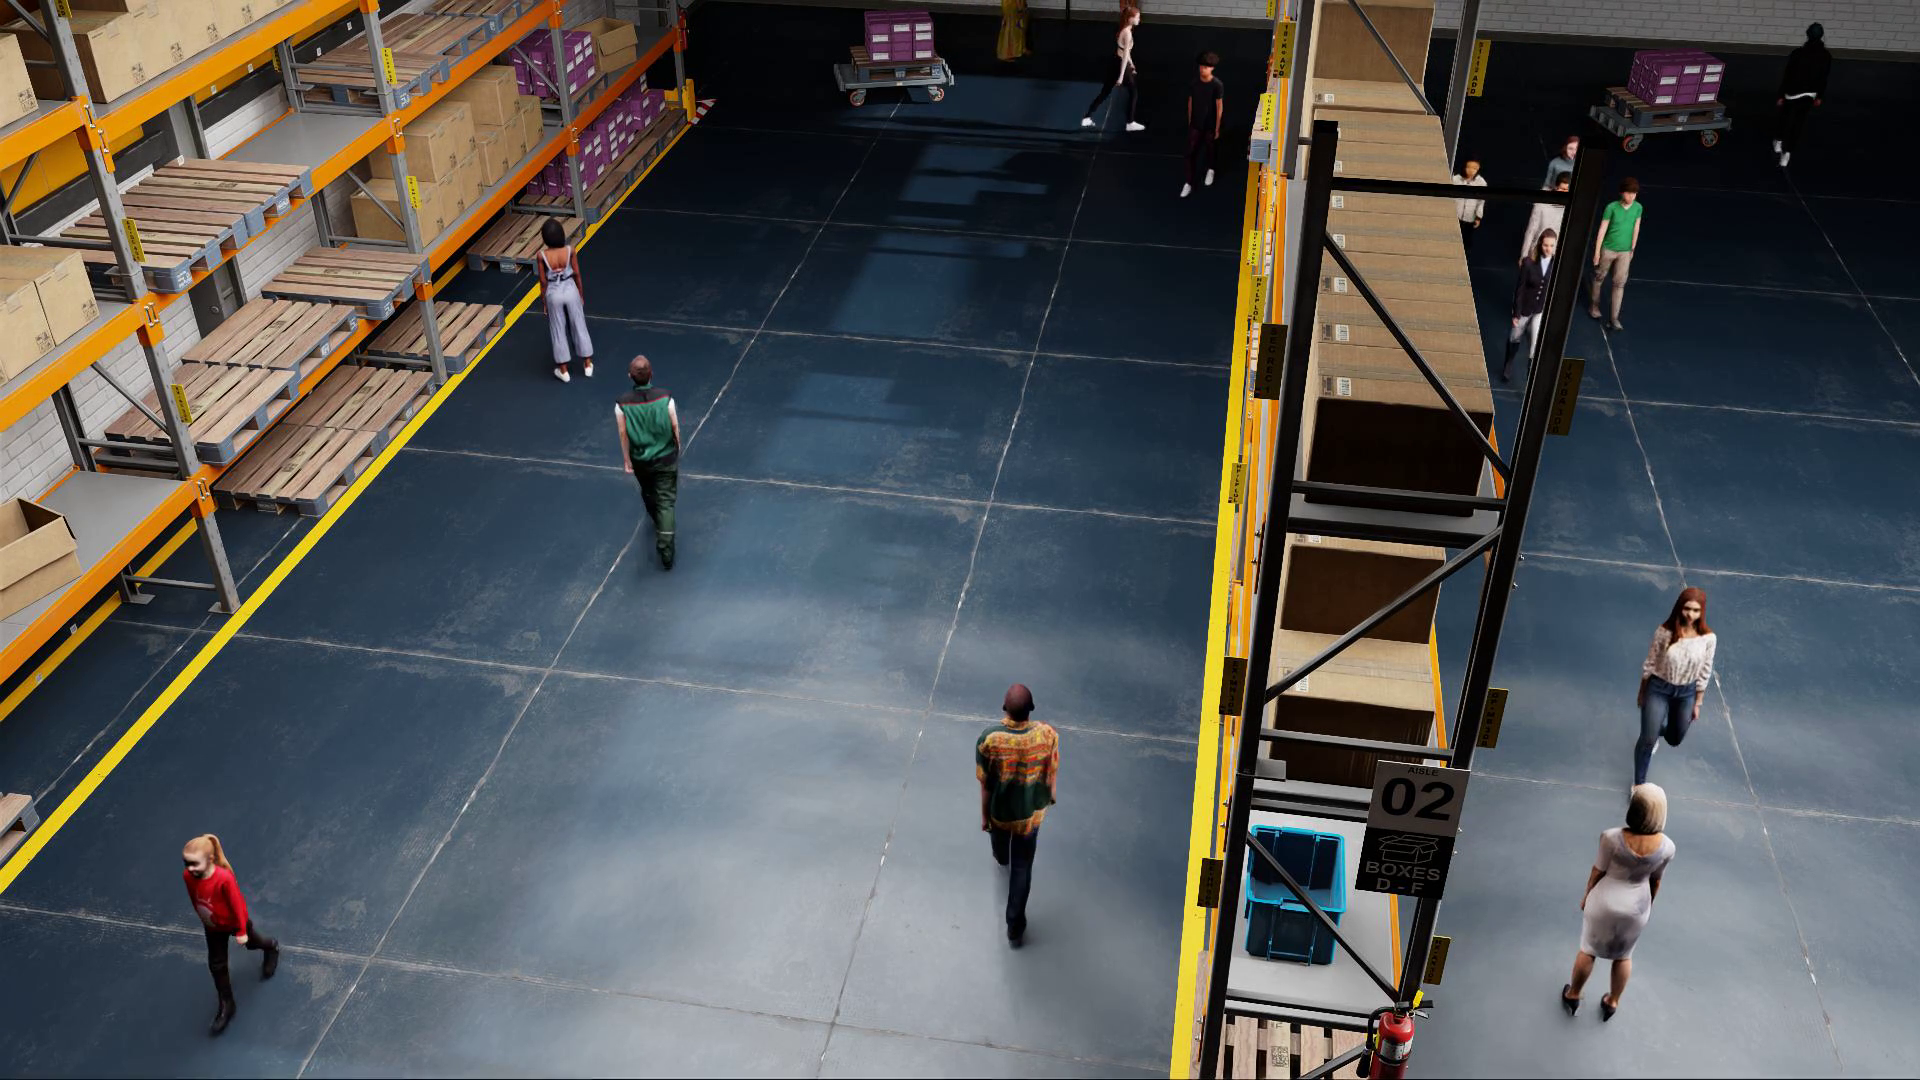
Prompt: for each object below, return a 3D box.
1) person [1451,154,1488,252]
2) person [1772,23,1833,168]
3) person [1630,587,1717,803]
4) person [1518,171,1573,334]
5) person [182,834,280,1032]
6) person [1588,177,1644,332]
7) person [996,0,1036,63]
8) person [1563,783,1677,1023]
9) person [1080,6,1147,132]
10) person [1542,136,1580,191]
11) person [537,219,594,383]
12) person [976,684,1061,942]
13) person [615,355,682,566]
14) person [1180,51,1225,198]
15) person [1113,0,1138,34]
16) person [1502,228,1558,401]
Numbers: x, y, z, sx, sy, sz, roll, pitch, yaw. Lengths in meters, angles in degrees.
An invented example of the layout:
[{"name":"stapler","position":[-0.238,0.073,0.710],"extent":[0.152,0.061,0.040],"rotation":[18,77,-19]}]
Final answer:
[{"name":"person","position":[5.663,-3.675,18.734],"extent":[0.618,1.442,0.727],"rotation":[10,35,14]},{"name":"person","position":[10.858,-5.713,21.493],"extent":[0.831,1.782,1.124],"rotation":[13,36,18]},{"name":"person","position":[4.881,1.014,11.432],"extent":[0.624,1.716,0.934],"rotation":[9,35,13]},{"name":"person","position":[6.119,-3.027,17.403],"extent":[0.809,1.836,0.850],"rotation":[-2,34,-4]},{"name":"person","position":[-4.370,2.248,9.981],"extent":[0.551,1.267,0.914],"rotation":[2,34,4]},{"name":"person","position":[6.944,-3.108,17.719],"extent":[0.659,1.622,1.025],"rotation":[3,34,4]},{"name":"person","position":[0.738,-8.062,25.155],"extent":[0.887,1.641,0.814],"rotation":[1,34,1]},{"name":"person","position":[3.850,2.134,9.718],"extent":[0.553,1.748,0.503],"rotation":[5,34,8]},{"name":"person","position":[2.087,-6.325,22.491],"extent":[0.936,1.695,1.139],"rotation":[-9,35,-13]},{"name":"person","position":[6.610,-3.682,18.483],"extent":[0.581,1.732,0.583],"rotation":[5,34,8]},{"name":"person","position":[-3.959,-2.397,16.581],"extent":[0.659,1.697,0.686],"rotation":[-15,36,-21]},{"name":"person","position":[0.361,1.723,10.333],"extent":[0.877,1.752,1.244],"rotation":[-2,34,-3]},{"name":"person","position":[-2.545,-0.645,13.859],"extent":[0.870,1.792,1.245],"rotation":[-4,34,-6]},{"name":"person","position":[3.097,-5.235,20.804],"extent":[0.794,1.748,1.140],"rotation":[13,36,19]},{"name":"person","position":[2.653,-8.876,26.348],"extent":[0.670,1.675,0.738],"rotation":[-24,40,-31]},{"name":"person","position":[5.592,-2.245,16.377],"extent":[0.604,1.670,1.187],"rotation":[4,34,7]}]
